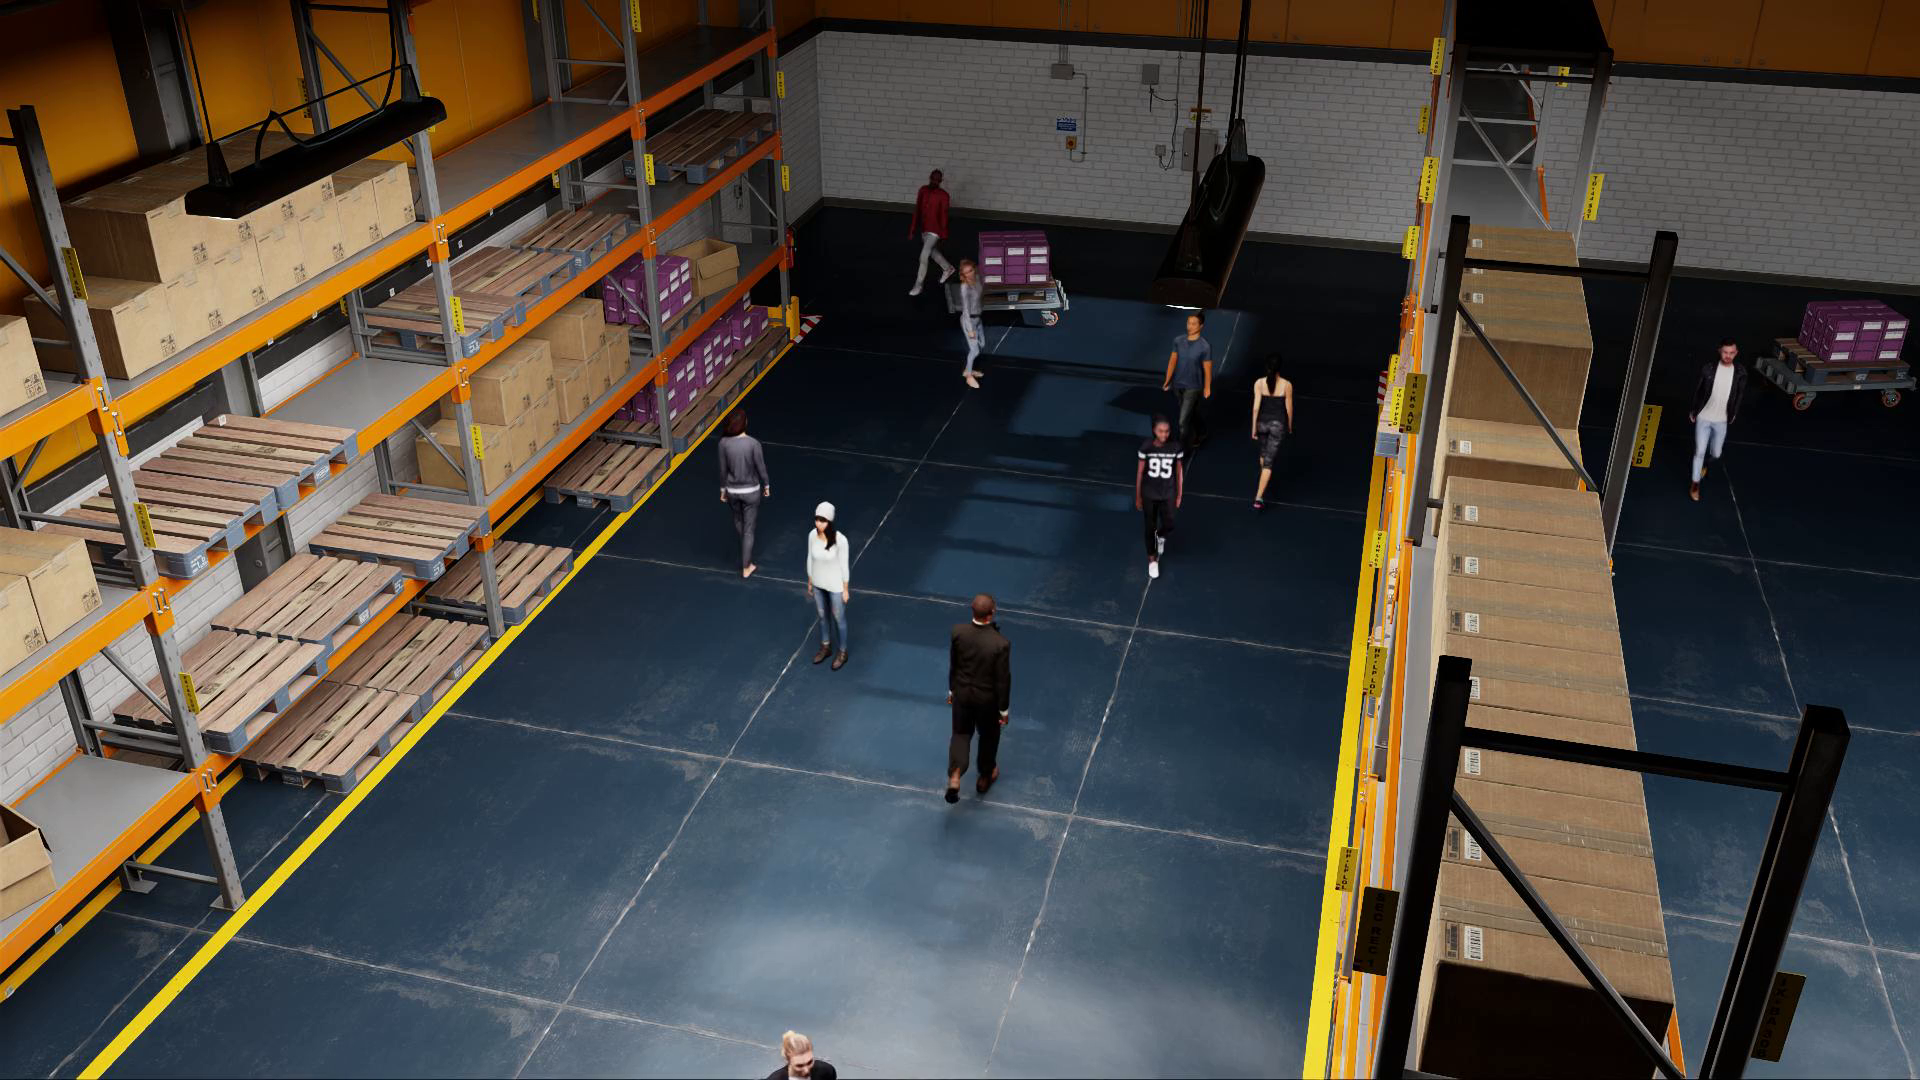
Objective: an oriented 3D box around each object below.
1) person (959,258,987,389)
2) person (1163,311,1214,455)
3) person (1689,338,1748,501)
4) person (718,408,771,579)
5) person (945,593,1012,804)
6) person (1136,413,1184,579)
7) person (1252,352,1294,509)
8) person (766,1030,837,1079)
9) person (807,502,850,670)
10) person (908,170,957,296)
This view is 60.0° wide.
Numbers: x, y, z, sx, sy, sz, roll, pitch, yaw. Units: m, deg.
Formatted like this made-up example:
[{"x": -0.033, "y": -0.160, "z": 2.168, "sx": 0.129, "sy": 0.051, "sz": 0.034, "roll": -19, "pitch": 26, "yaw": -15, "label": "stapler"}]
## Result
[{"x": 0.141, "y": -2.698, "z": 20.700, "sx": 0.862, "sy": 1.739, "sz": 0.576, "roll": 6, "pitch": 29, "yaw": 11, "label": "person"}, {"x": 2.659, "y": -1.777, "z": 18.978, "sx": 1.023, "sy": 1.770, "sz": 1.259, "roll": 24, "pitch": 37, "yaw": 37, "label": "person"}, {"x": 8.213, "y": -1.367, "z": 18.173, "sx": 0.659, "sy": 1.822, "sz": 0.861, "roll": 8, "pitch": 30, "yaw": 15, "label": "person"}, {"x": -2.183, "y": -0.443, "z": 16.564, "sx": 0.654, "sy": 1.740, "sz": 0.975, "roll": 5, "pitch": 29, "yaw": 9, "label": "person"}, {"x": 0.111, "y": 1.297, "z": 13.225, "sx": 0.761, "sy": 1.883, "sz": 1.053, "roll": 10, "pitch": 30, "yaw": 18, "label": "person"}, {"x": 1.974, "y": -0.491, "z": 16.676, "sx": 0.716, "sy": 1.718, "sz": 0.866, "roll": 1, "pitch": 29, "yaw": 1, "label": "person"}, {"x": 3.337, "y": -1.144, "z": 17.913, "sx": 0.697, "sy": 1.679, "sz": 1.195, "roll": 12, "pitch": 31, "yaw": 20, "label": "person"}, {"x": -0.944, "y": 3.406, "z": 9.561, "sx": 0.860, "sy": 1.689, "sz": 0.942, "roll": -11, "pitch": 30, "yaw": -19, "label": "person"}, {"x": -1.185, "y": 0.393, "z": 15.129, "sx": 0.606, "sy": 1.647, "sz": 0.550, "roll": 14, "pitch": 31, "yaw": 23, "label": "person"}, {"x": -0.358, "y": -4.468, "z": 23.892, "sx": 1.314, "sy": 1.789, "sz": 1.072, "roll": -25, "pitch": 37, "yaw": -38, "label": "person"}]
